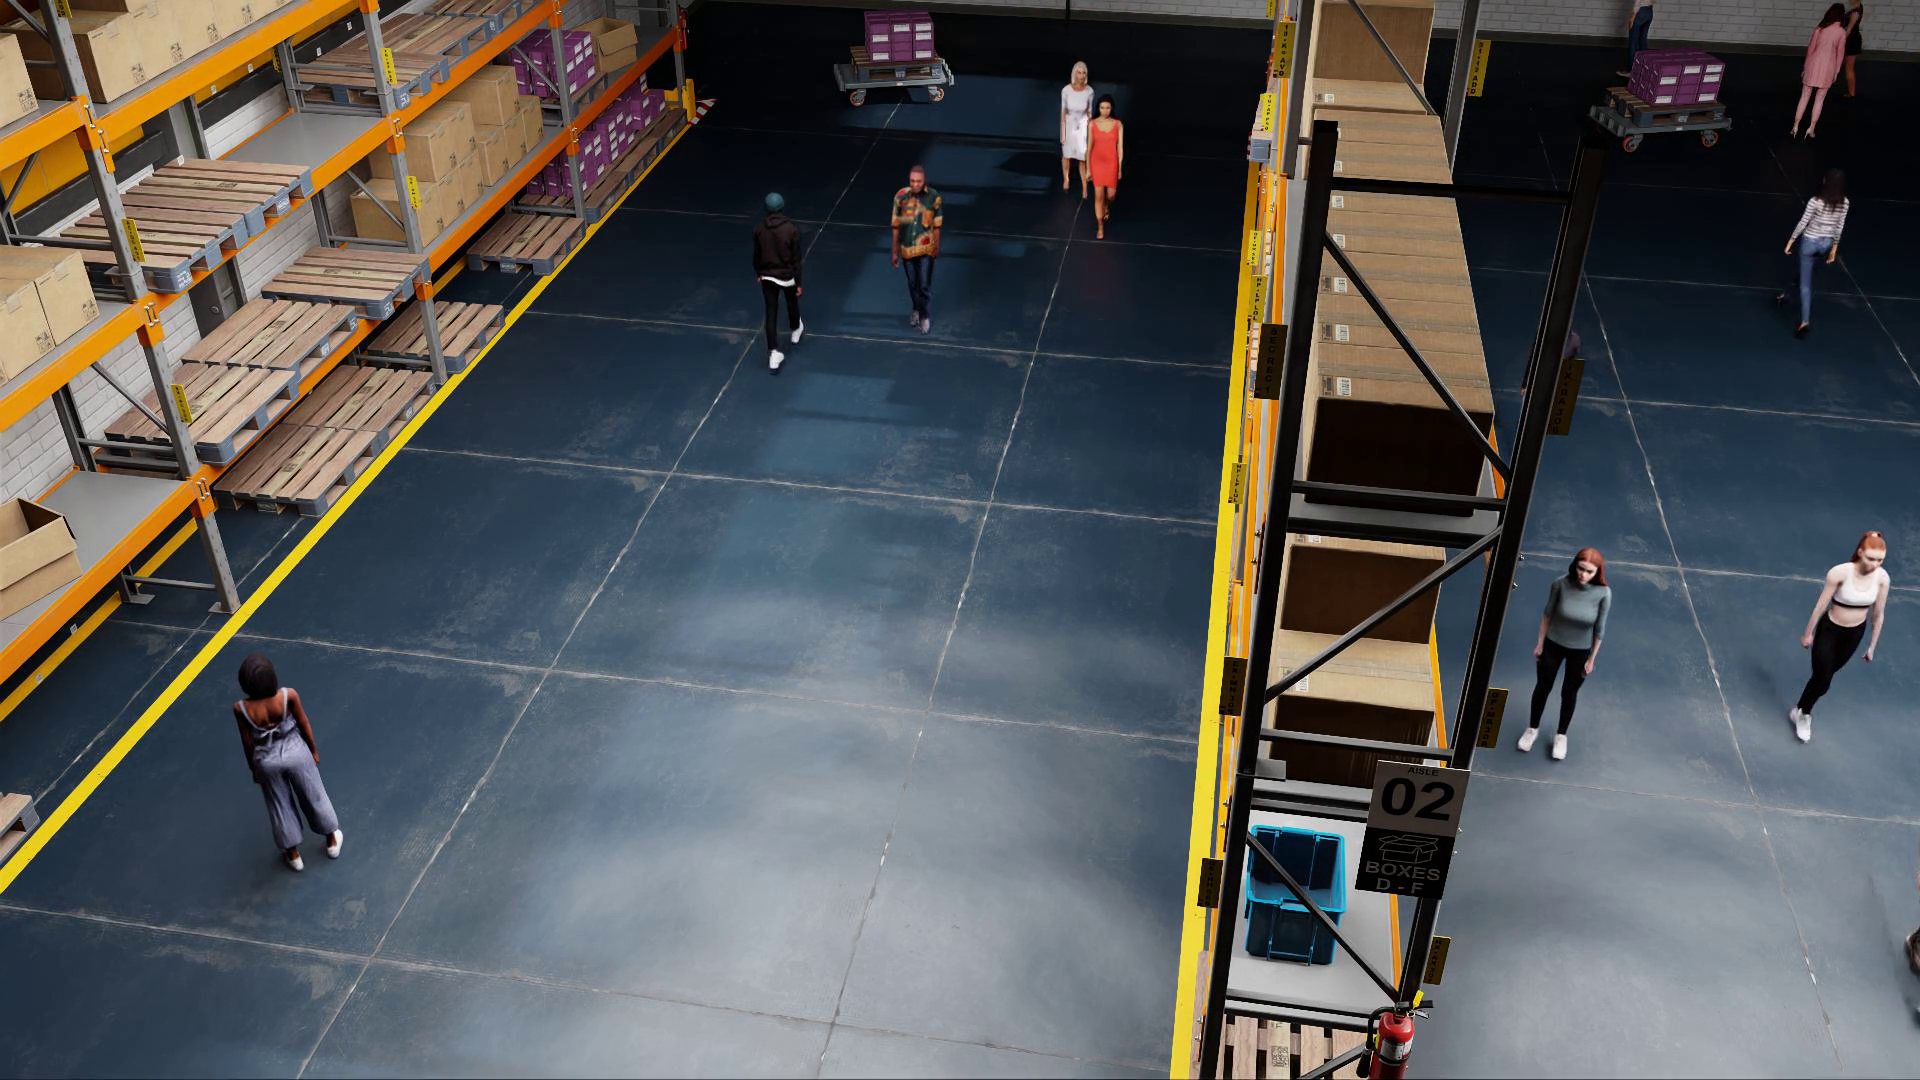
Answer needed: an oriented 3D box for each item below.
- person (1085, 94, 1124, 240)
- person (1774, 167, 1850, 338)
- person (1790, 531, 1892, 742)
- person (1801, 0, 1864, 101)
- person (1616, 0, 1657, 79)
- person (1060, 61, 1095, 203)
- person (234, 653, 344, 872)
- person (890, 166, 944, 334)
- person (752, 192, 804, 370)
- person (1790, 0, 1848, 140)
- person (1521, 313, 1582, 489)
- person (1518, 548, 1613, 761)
[{"bbox_3d":[1.704,-4.438,19.644,0.627,1.705,0.858,3,34,4],"label":"person"},{"bbox_3d":[8.957,-2.972,17.415,0.814,1.732,1.183,-3,34,-4],"label":"person"},{"bbox_3d":[6.282,0.644,11.971,0.633,1.735,0.640,2,34,2],"label":"person"},{"bbox_3d":[12.680,-7.041,23.625,0.792,1.633,0.934,16,37,23],"label":"person"},{"bbox_3d":[10.089,-7.726,24.570,0.638,1.728,0.687,-19,38,-26],"label":"person"},{"bbox_3d":[1.394,-5.095,20.626,0.772,1.713,1.064,-3,34,-4],"label":"person"},{"bbox_3d":[-4.401,1.436,10.816,0.657,1.695,0.689,-16,37,-22],"label":"person"},{"bbox_3d":[-0.439,-3.130,17.602,0.671,1.787,0.752,6,34,9],"label":"person"},{"bbox_3d":[-1.857,-2.596,16.812,0.736,1.773,1.196,4,34,5],"label":"person"},{"bbox_3d":[11.558,-6.300,22.358,0.680,1.803,0.653,20,38,27],"label":"person"},{"bbox_3d":[5.286,-1.373,15.049,0.642,1.687,1.116,4,34,6],"label":"person"},{"bbox_3d":[4.289,0.782,11.758,0.645,1.742,0.642,16,37,22],"label":"person"}]
